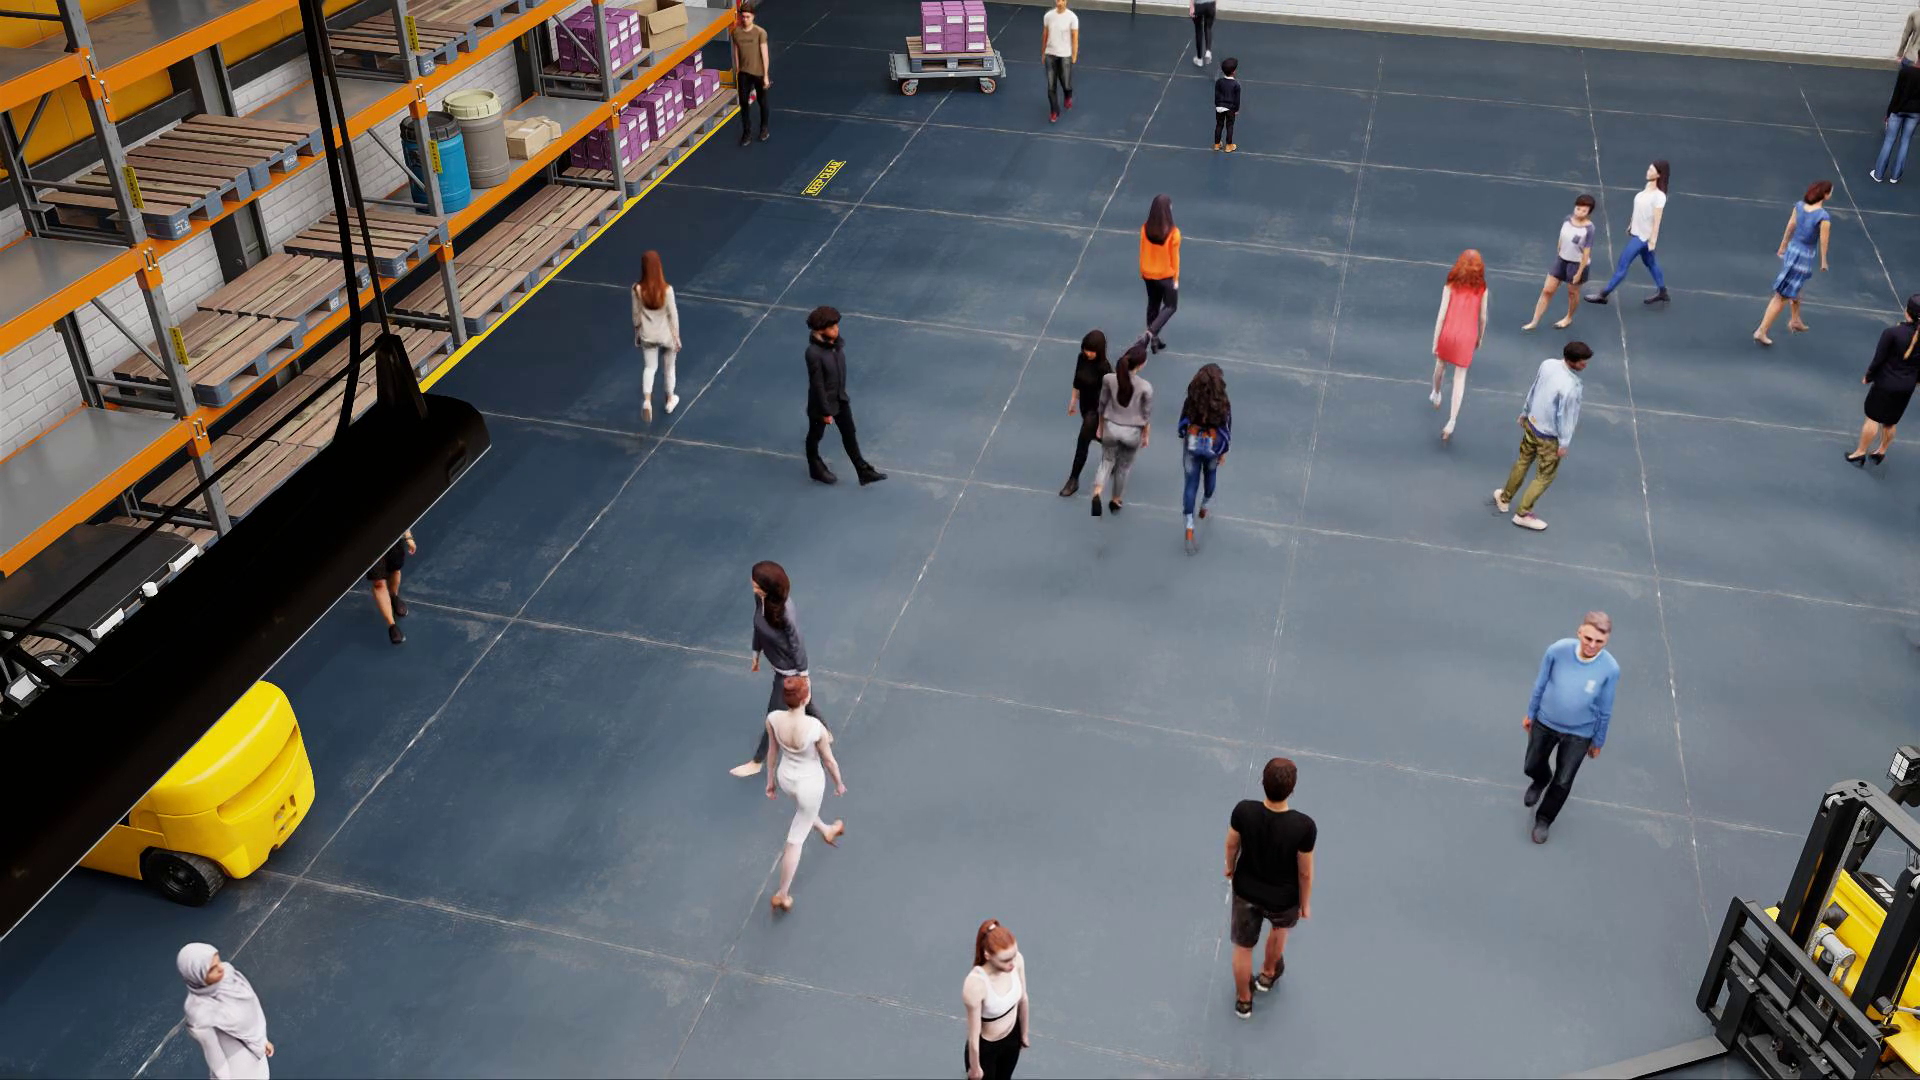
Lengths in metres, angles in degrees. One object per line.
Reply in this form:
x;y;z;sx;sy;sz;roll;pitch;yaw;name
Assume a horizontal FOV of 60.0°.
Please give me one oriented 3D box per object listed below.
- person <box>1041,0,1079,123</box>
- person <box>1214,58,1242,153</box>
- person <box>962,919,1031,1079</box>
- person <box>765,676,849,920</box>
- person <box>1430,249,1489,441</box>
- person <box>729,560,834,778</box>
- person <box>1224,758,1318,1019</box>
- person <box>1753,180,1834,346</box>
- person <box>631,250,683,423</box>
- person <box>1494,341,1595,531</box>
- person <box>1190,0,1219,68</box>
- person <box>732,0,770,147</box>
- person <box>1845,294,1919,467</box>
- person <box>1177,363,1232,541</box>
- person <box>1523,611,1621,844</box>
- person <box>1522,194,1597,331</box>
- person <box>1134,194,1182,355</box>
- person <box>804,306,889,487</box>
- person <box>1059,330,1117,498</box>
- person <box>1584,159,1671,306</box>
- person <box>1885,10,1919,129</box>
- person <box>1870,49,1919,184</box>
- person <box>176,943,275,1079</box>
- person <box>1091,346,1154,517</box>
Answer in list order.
1.379;-6.662;22.777;0.638;1.787;0.827;9;35;13;person
3.508;-5.731;21.883;0.553;1.226;0.551;19;38;26;person
0.164;2.657;8.795;0.608;1.745;0.712;-28;43;-35;person
-1.045;1.628;10.340;0.746;1.747;1.140;16;37;22;person
4.621;-1.774;15.432;0.703;1.777;1.170;5;34;7;person
-1.131;0.833;11.562;1.121;1.719;1.056;-20;38;-27;person
1.736;2.068;9.586;0.742;1.850;0.785;12;35;17;person
8.461;-2.786;16.959;0.956;1.772;1.019;-5;34;-8;person
-2.868;-1.876;15.658;0.682;1.696;0.973;4;34;6;person
4.931;-0.940;14.169;0.986;1.786;0.779;-13;36;-19;person
3.636;-7.835;24.588;0.779;1.735;0.916;-5;34;-7;person
-2.709;-6.201;22.047;0.719;1.826;0.937;5;34;7;person
8.411;-1.419;14.993;0.773;1.671;0.737;-1;34;-2;person
2.025;-0.725;14.022;0.647;1.591;1.018;6;34;9;person
4.014;1.166;10.984;0.788;1.805;0.854;18;38;25;person
6.423;-2.898;17.346;1.009;1.529;0.908;-21;39;-28;person
1.966;-2.617;16.738;0.838;1.735;0.954;27;42;35;person
-1.240;-1.268;14.698;0.897;1.746;1.025;19;38;26;person
1.236;-1.182;14.704;1.112;1.597;0.994;-19;38;-26;person
7.376;-3.213;17.721;0.779;1.641;1.102;4;34;6;person
12.884;-6.469;22.430;1.228;1.848;1.103;-23;40;-31;person
11.860;-5.356;20.845;0.602;1.749;0.537;11;35;15;person
-3.748;2.742;8.639;0.726;1.776;0.560;-1;34;-1;person
1.362;-0.857;14.165;0.678;1.651;0.821;10;35;15;person
